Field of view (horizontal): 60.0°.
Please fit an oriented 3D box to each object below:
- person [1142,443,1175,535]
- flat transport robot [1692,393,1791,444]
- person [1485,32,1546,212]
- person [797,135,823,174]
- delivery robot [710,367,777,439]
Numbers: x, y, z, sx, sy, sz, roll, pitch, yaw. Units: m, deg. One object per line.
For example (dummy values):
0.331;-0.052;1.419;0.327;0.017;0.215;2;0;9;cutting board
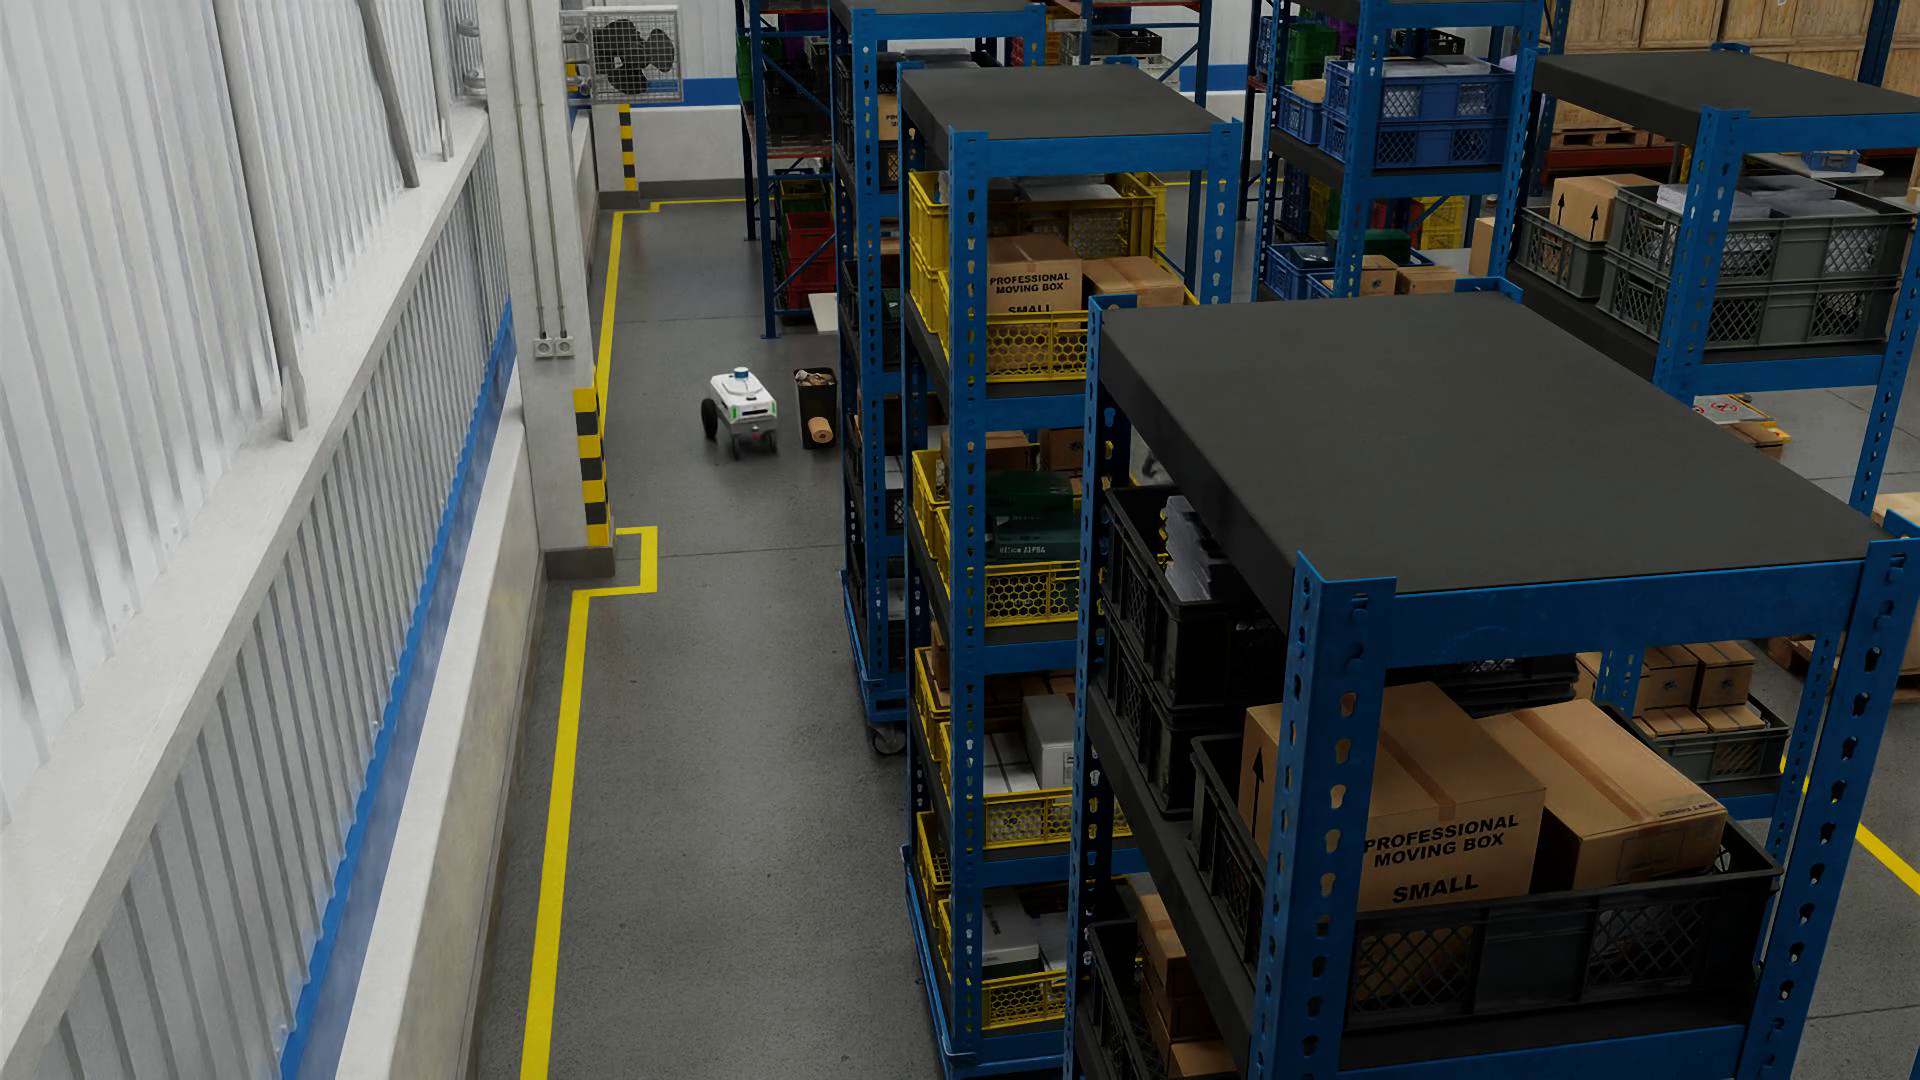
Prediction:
1.321;-0.486;9.724;0.603;1.615;0.511;0;25;-1;person
5.224;-0.859;12.132;1.431;0.197;0.652;-4;25;-8;flat transport robot
6.096;-4.606;18.304;0.627;1.935;0.371;18;30;34;person
-1.619;-4.614;18.379;0.346;1.881;0.578;11;27;23;person
-1.564;-1.002;11.994;0.477;0.478;0.707;-9;27;-19;delivery robot
